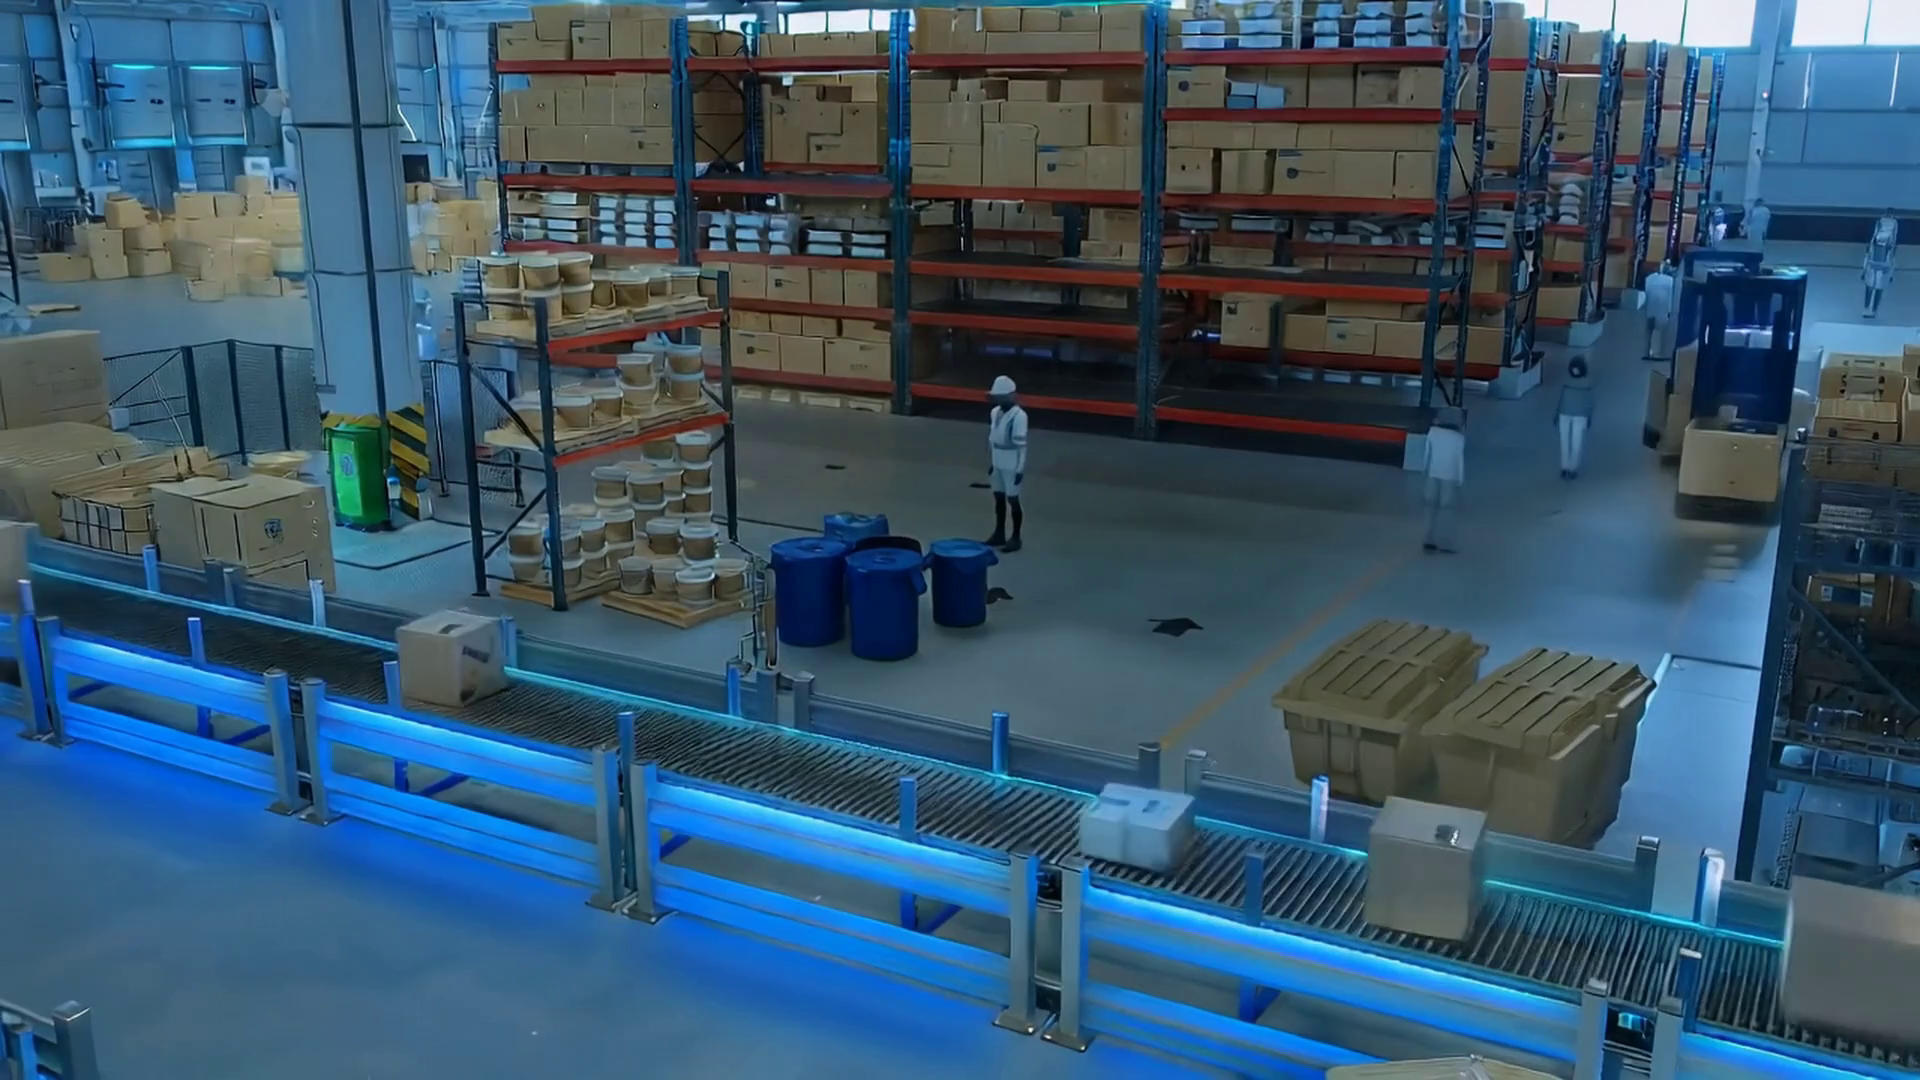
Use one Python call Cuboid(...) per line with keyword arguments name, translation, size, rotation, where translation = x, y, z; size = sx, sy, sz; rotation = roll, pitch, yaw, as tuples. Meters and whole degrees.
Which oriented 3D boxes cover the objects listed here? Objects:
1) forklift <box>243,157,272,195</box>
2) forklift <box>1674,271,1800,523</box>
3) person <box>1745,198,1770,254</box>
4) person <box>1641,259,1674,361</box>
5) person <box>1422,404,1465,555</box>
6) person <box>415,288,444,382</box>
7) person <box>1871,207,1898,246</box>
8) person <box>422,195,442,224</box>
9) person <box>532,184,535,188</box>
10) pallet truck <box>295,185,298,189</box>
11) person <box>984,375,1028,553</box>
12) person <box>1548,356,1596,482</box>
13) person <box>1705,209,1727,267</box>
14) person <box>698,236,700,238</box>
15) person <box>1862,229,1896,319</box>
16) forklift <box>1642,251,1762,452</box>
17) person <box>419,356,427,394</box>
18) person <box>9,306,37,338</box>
Cuboid(name="forklift", translation=(-24.385, -11.930, 57.949), size=(1.129, 2.768, 1.873), rotation=(7, 16, 24))
Cuboid(name="forklift", translation=(9.269, -1.763, 19.726), size=(1.129, 2.768, 1.873), rotation=(8, 17, 27))
Cuboid(name="person", translation=(23.864, -9.276, 49.857), size=(0.672, 1.892, 0.419), rotation=(0, 15, -1))
Cuboid(name="person", translation=(13.101, -4.298, 31.144), size=(0.399, 1.900, 0.645), rotation=(-6, 16, -23))
Cuboid(name="person", translation=(5.227, -0.662, 17.975), size=(0.267, 1.632, 0.507), rotation=(-10, 18, -34))
Cuboid(name="person", translation=(-9.234, -3.530, 28.747), size=(0.514, 1.641, 0.309), rotation=(5, 16, 20))
Cuboid(name="person", translation=(26.306, -8.545, 47.298), size=(0.596, 1.794, 0.963), rotation=(11, 19, 36))
Cuboid(name="person", translation=(-16.374, -9.766, 51.712), size=(0.633, 1.901, 0.993), rotation=(2, 15, 7))
Cuboid(name="person", translation=(-16.988, -13.464, 66.004), size=(0.533, 1.688, 0.322), rotation=(3, 15, 12))
Cuboid(name="pallet truck", translation=(-26.804, -14.617, 69.738), size=(1.885, 1.965, 0.823), rotation=(-14, 20, -42))
Cuboid(name="person", translation=(0.481, -0.824, 18.002), size=(0.362, 1.939, 0.542), rotation=(-12, 19, -39))
Cuboid(name="person", translation=(7.844, -1.553, 21.385), size=(0.508, 1.607, 0.747), rotation=(10, 18, 32))
Cuboid(name="person", translation=(22.061, -8.833, 48.581), size=(0.557, 1.682, 0.395), rotation=(9, 18, 32))
Cuboid(name="person", translation=(-6.997, -7.499, 43.048), size=(0.627, 1.963, 0.844), rotation=(1, 15, 5))
Cuboid(name="person", translation=(20.480, -5.932, 37.103), size=(0.639, 1.984, 1.050), rotation=(10, 18, 32))
Cuboid(name="forklift", translation=(10.119, -2.485, 22.442), size=(1.129, 2.768, 1.873), rotation=(2, 15, 7))
Cuboid(name="person", translation=(-7.476, -1.875, 22.201), size=(0.724, 1.805, 0.608), rotation=(6, 16, 23))
Cuboid(name="person", translation=(-13.389, -2.399, 23.930), size=(0.551, 1.932, 0.377), rotation=(13, 19, 39))
